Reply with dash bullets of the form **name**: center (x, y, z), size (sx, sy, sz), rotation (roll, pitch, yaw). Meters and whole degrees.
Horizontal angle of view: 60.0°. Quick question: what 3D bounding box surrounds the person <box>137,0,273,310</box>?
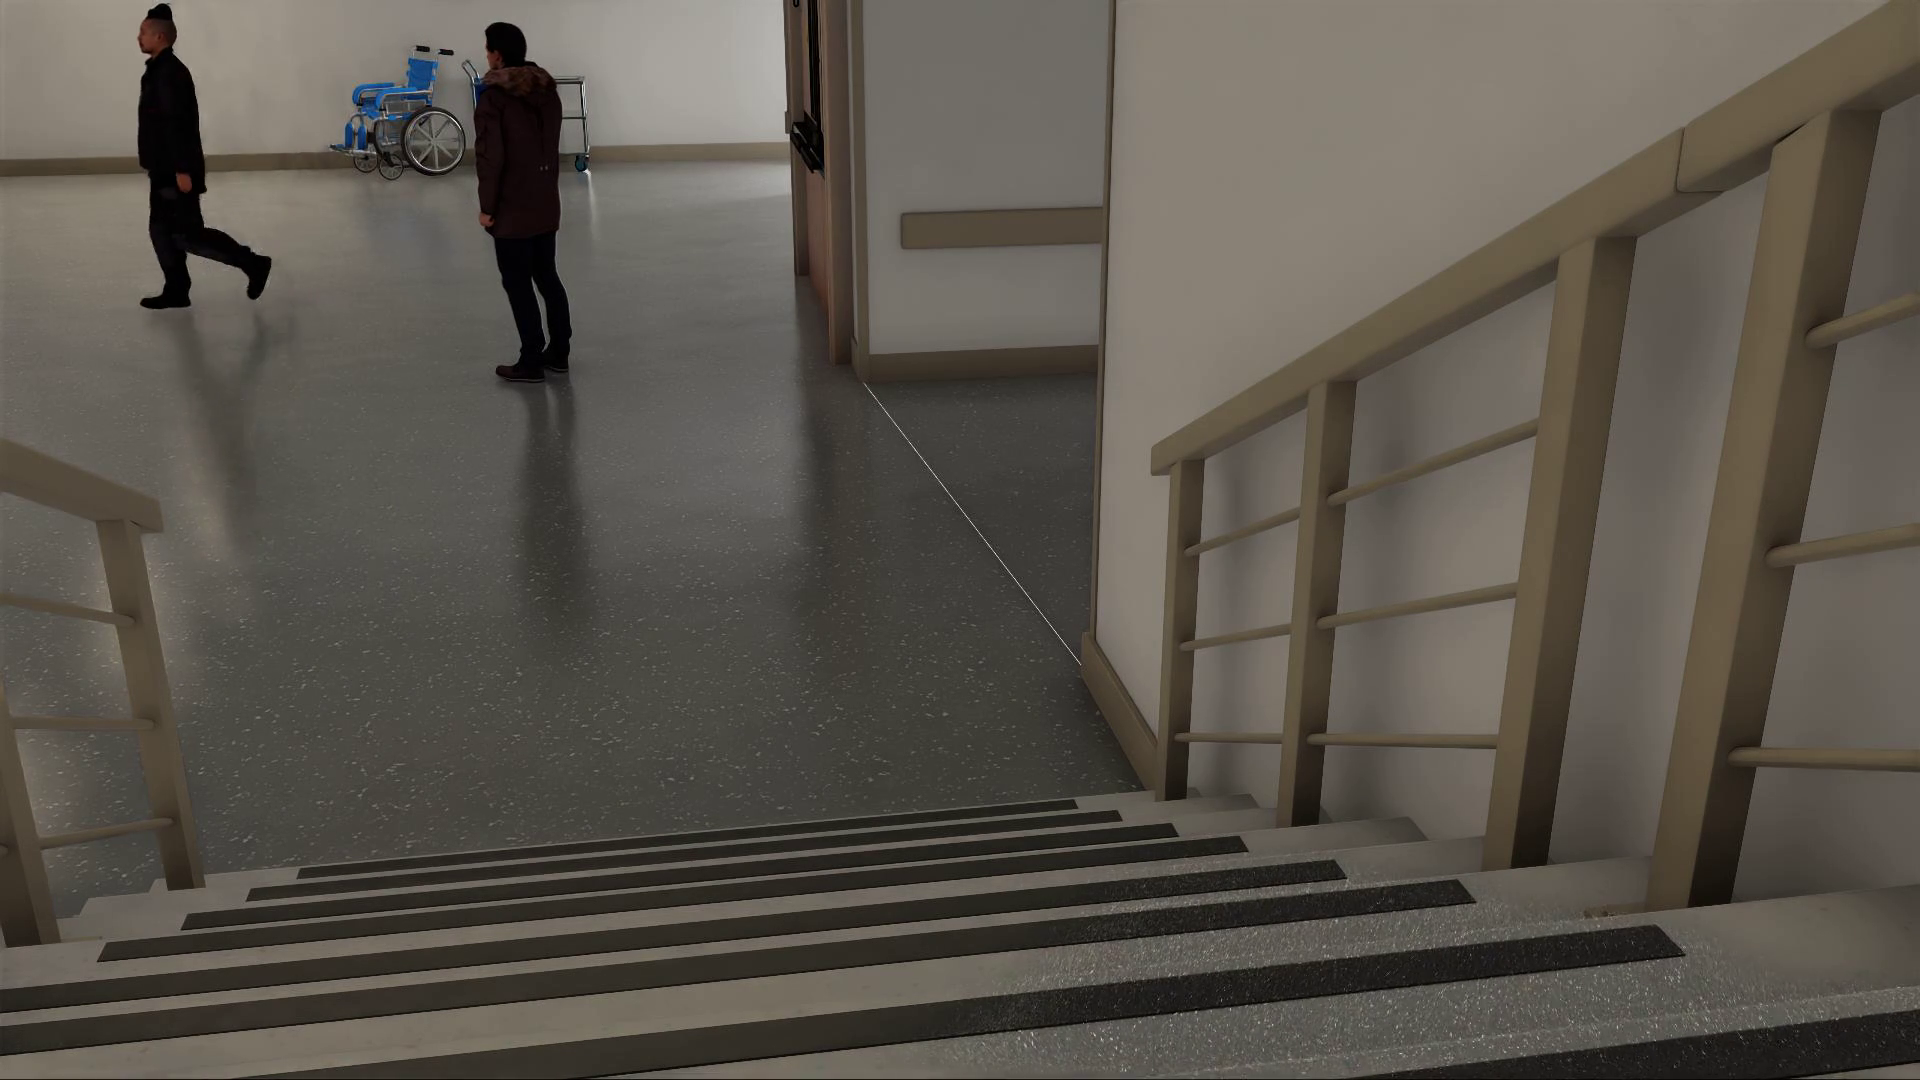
- **person**: center (-4.765, -2.337, 10.281), size (1.010, 1.839, 1.077), rotation (-10, 23, -25)

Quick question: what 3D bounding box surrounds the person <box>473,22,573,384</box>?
- **person**: center (-2.305, -1.771, 8.776), size (0.940, 1.846, 0.844), rotation (10, 23, 24)
